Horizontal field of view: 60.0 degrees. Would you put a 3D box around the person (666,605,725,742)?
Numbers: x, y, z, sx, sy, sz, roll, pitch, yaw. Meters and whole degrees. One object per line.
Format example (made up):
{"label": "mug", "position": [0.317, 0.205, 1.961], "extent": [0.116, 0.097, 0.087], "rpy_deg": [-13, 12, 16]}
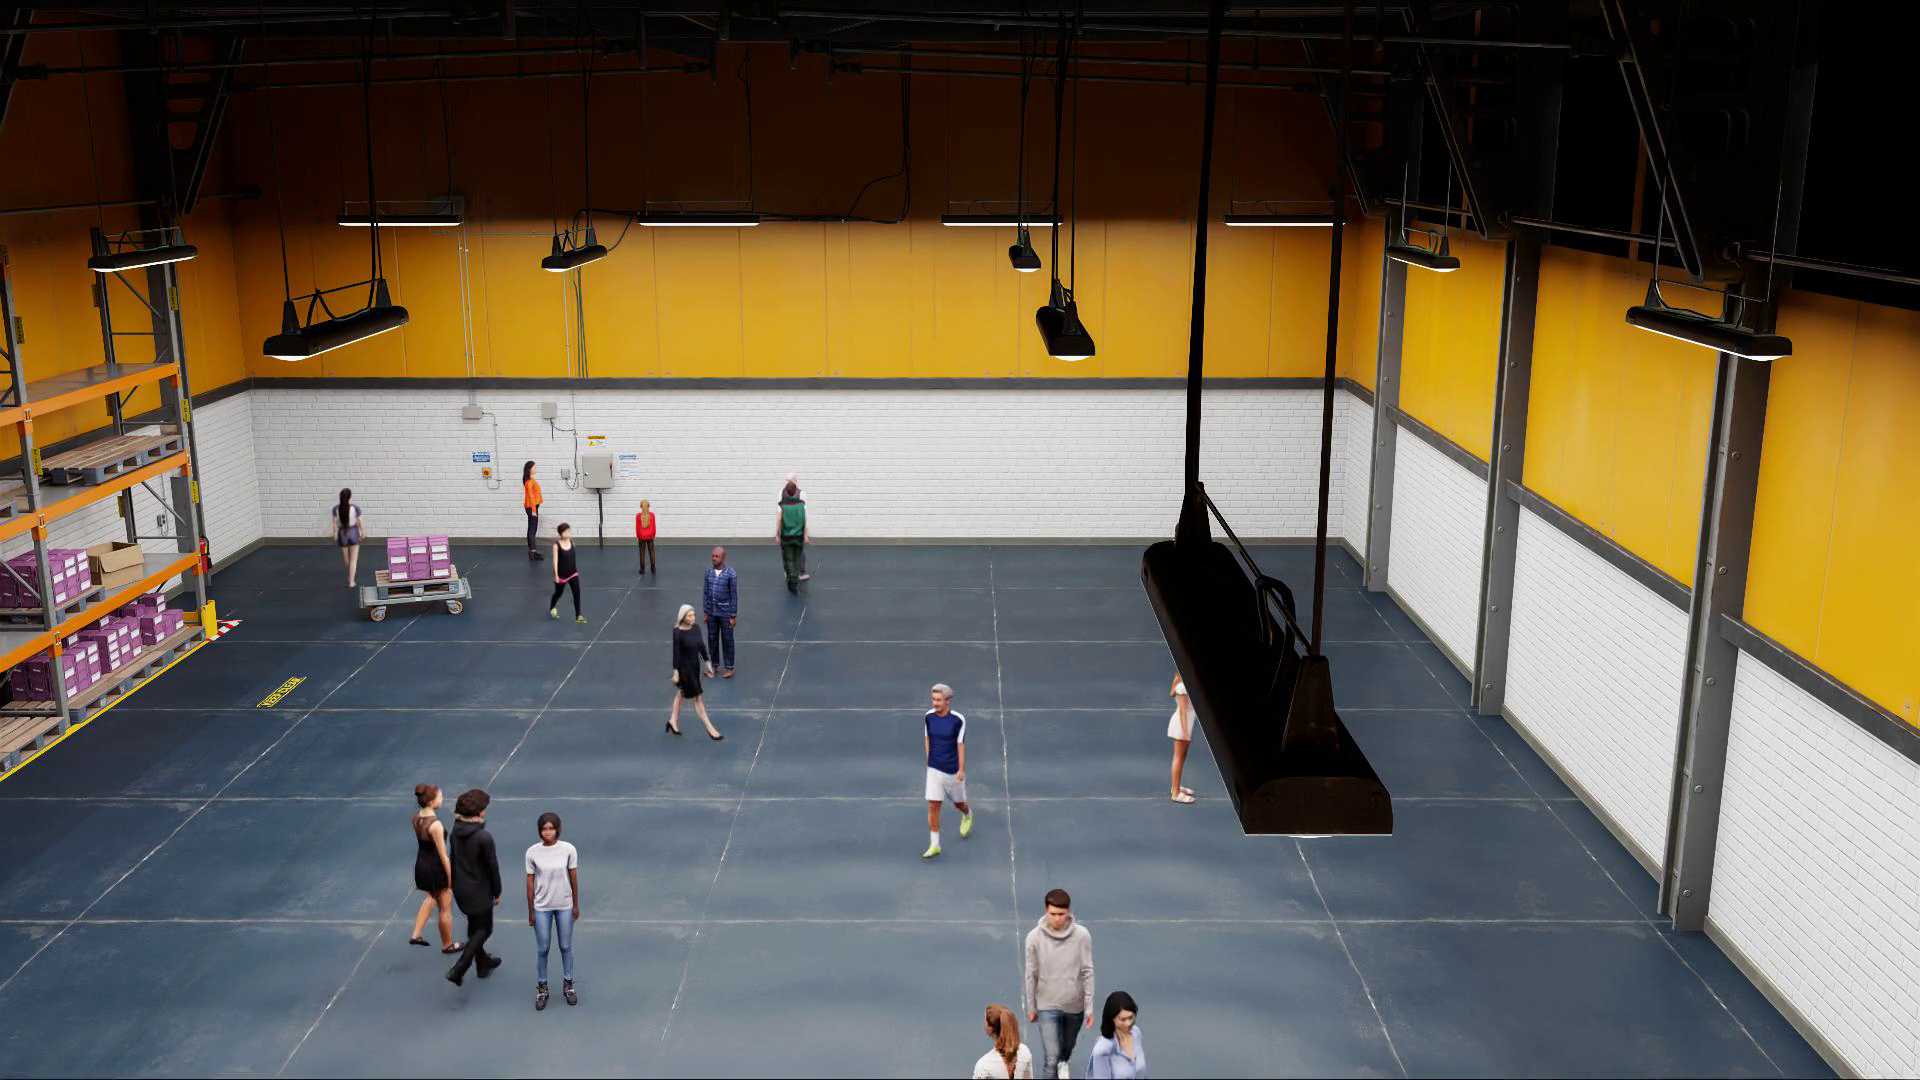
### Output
{"label": "person", "position": [-3.387, 1.626, 20.377], "extent": [1.020, 1.704, 1.134], "rpy_deg": [8, 16, 29]}

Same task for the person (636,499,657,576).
{"label": "person", "position": [-5.333, -0.061, 28.242], "extent": [0.546, 1.282, 0.571], "rpy_deg": [-5, 15, -20]}

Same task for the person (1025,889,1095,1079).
{"label": "person", "position": [0.767, 3.461, 12.553], "extent": [0.721, 1.820, 1.224], "rpy_deg": [-1, 14, -5]}

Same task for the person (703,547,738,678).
{"label": "person", "position": [-3.294, 0.969, 22.849], "extent": [0.733, 1.818, 0.714], "rpy_deg": [4, 14, 17]}

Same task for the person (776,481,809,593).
{"label": "person", "position": [-2.730, -0.030, 26.995], "extent": [0.888, 1.809, 1.135], "rpy_deg": [-5, 14, -18]}

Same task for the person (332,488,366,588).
{"label": "person", "position": [-10.047, -0.007, 27.306], "extent": [0.698, 1.617, 1.010], "rpy_deg": [-2, 14, -8]}

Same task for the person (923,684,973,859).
{"label": "person", "position": [-0.105, 2.340, 17.199], "extent": [0.937, 1.813, 1.204], "rpy_deg": [6, 15, 22]}

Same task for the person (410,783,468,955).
{"label": "person", "position": [-4.774, 2.967, 14.907], "extent": [0.809, 1.672, 0.871], "rpy_deg": [13, 18, 42]}

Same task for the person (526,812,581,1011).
{"label": "person", "position": [-3.459, 3.129, 14.138], "extent": [0.639, 1.719, 0.613], "rpy_deg": [-4, 14, -15]}

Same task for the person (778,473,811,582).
{"label": "person", "position": [-2.779, -0.226, 27.775], "extent": [0.744, 1.822, 0.670], "rpy_deg": [3, 14, 13]}

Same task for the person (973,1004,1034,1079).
{"label": "person", "position": [0.332, 3.919, 10.962], "extent": [1.061, 1.679, 1.201], "rpy_deg": [-10, 17, -36]}

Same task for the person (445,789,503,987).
{"label": "person", "position": [-4.244, 3.054, 14.378], "extent": [0.891, 1.753, 1.089], "rpy_deg": [4, 14, 18]}

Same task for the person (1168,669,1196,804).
{"label": "person", "position": [2.481, 2.068, 18.569], "extent": [0.676, 1.696, 0.562], "rpy_deg": [3, 14, 12]}

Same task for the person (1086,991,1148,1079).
{"label": "person", "position": [0.985, 3.823, 11.270], "extent": [0.913, 1.720, 1.008], "rpy_deg": [-10, 17, -36]}

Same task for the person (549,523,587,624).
{"label": "person", "position": [-6.067, 0.502, 25.410], "extent": [0.999, 1.520, 1.052], "rpy_deg": [-13, 19, -43]}

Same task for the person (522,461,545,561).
{"label": "person", "position": [-7.520, -0.533, 29.199], "extent": [0.741, 1.749, 0.591], "rpy_deg": [-4, 14, -17]}
